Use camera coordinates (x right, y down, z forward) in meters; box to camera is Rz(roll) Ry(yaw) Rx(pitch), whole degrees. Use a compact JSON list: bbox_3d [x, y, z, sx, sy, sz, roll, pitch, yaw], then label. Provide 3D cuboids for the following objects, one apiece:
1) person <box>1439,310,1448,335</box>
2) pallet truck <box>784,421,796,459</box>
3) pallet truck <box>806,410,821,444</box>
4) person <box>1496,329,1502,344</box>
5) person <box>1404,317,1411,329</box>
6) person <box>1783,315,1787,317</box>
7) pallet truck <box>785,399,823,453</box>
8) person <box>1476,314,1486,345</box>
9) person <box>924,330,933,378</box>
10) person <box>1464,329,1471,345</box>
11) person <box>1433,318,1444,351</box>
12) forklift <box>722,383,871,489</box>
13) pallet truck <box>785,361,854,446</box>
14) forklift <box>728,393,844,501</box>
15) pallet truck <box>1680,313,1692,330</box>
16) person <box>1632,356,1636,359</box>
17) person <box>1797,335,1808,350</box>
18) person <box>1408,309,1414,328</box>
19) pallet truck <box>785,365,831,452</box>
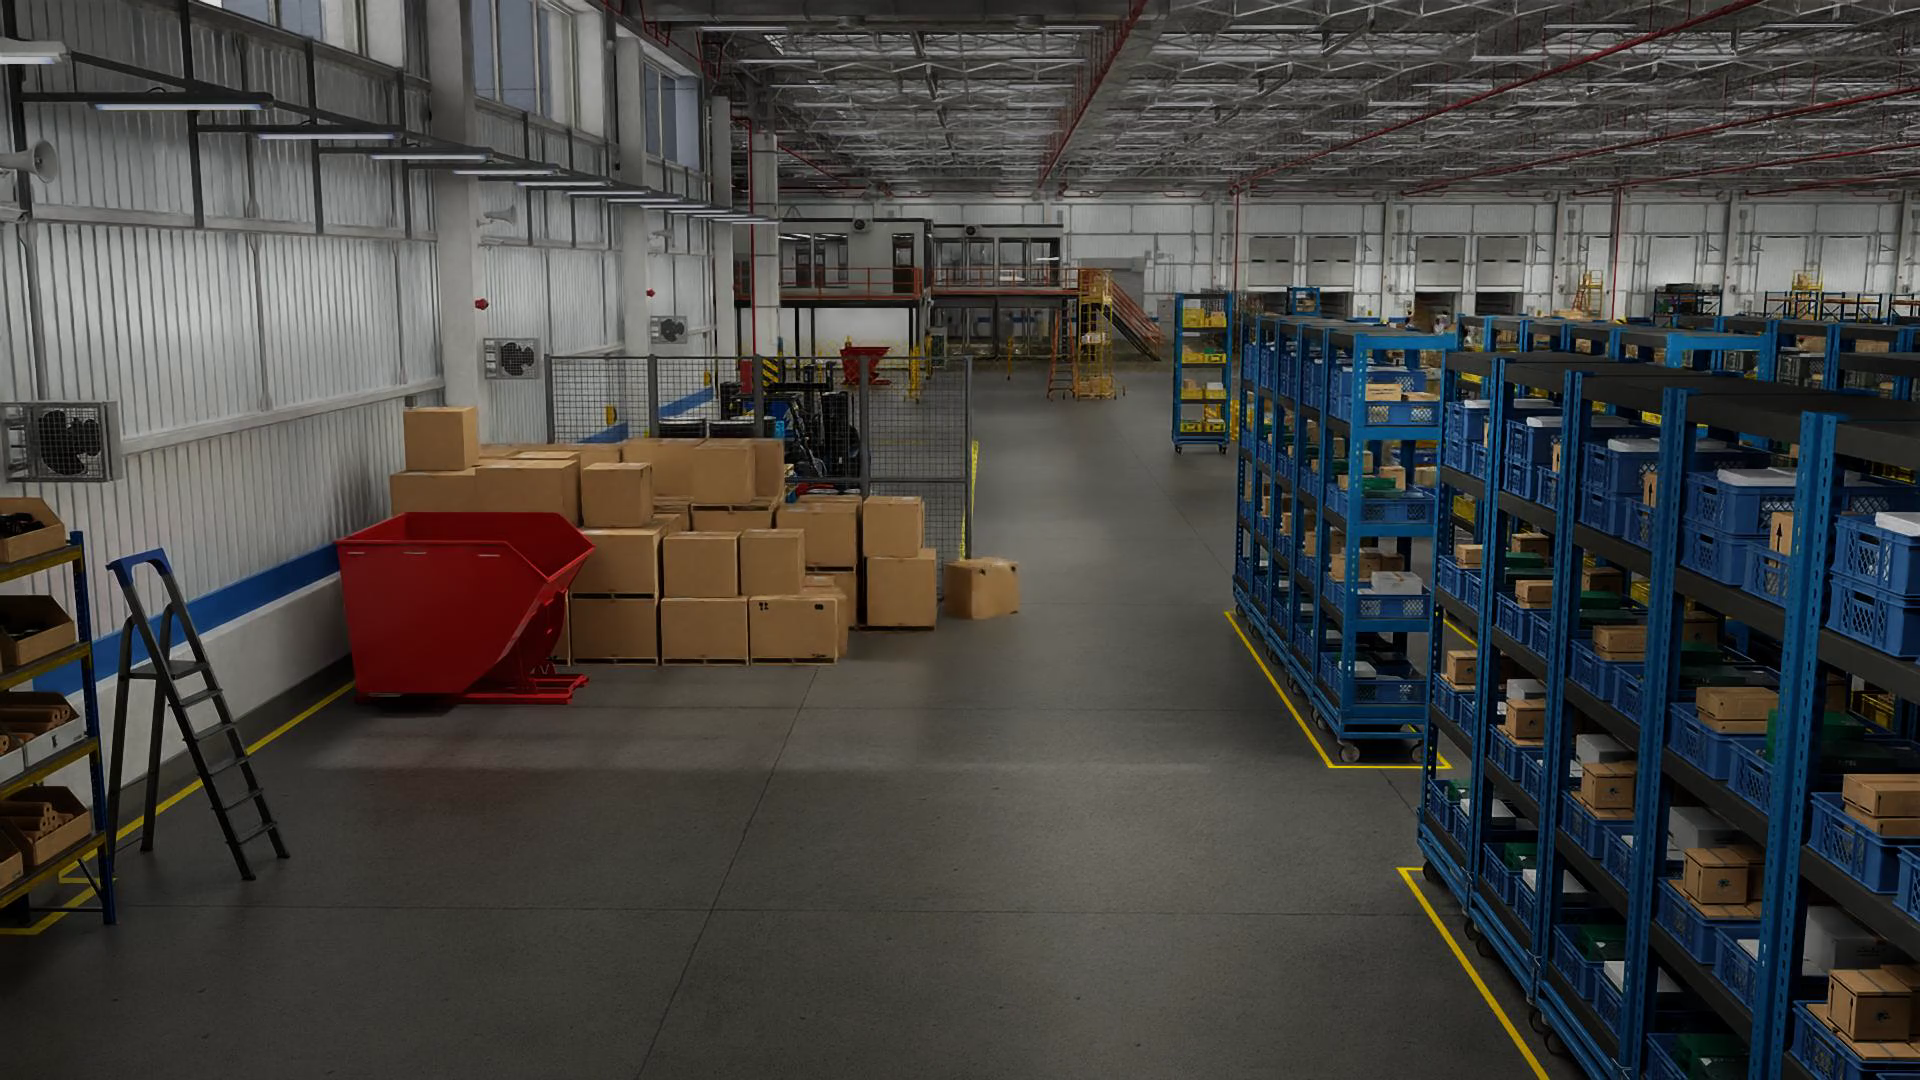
[{"bbox_3d":[27.963,-12.396,96.329,0.538,1.813,0.638,-2,9,-12],"label":"person"},{"bbox_3d":[-4.013,-1.793,32.705,1.601,1.201,0.680,0,9,1],"label":"pallet truck"},{"bbox_3d":[-3.559,-2.018,33.905,1.522,1.261,0.704,0,9,-1],"label":"pallet truck"},{"bbox_3d":[21.129,-7.453,65.871,0.998,1.817,0.575,2,9,11],"label":"person"},{"bbox_3d":[21.037,-9.523,78.325,0.462,1.903,0.594,3,10,18],"label":"person"},{"bbox_3d":[40.394,-10.059,81.509,0.368,1.940,0.633,-4,10,-25],"label":"person"},{"bbox_3d":[-3.814,-2.432,36.419,1.630,1.274,0.653,0,9,1],"label":"pallet truck"},{"bbox_3d":[27.324,-10.941,87.280,0.542,1.838,0.823,-8,12,-40],"label":"person"},{"bbox_3d":[-1.217,-7.152,63.863,0.349,1.847,0.505,4,10,22],"label":"person"},{"bbox_3d":[19.618,-7.239,64.392,1.019,1.862,0.600,3,10,17],"label":"person"},{"bbox_3d":[23.171,-9.828,80.388,0.893,1.853,0.586,-7,11,-35],"label":"person"},{"bbox_3d":[-2.893,-1.687,28.729,2.680,1.987,1.157,0,9,-1],"label":"forklift"},{"bbox_3d":[-3.410,-3.193,38.978,1.885,1.965,0.823,0,9,-1],"label":"pallet truck"},{"bbox_3d":[-2.979,-1.316,26.476,2.680,1.987,1.157,0,9,1],"label":"forklift"},{"bbox_3d":[36.315,-10.531,84.244,0.823,1.965,1.885,-6,11,-33],"label":"pallet truck"},{"bbox_3d":[17.480,-3.846,43.348,0.783,1.876,0.496,-5,11,-29],"label":"person"},{"bbox_3d":[29.919,-6.400,59.176,1.041,1.878,0.547,1,9,8],"label":"person"},{"bbox_3d":[25.606,-12.175,94.622,0.396,1.921,0.585,8,12,40],"label":"person"},{"bbox_3d":[-3.774,-2.976,37.635,1.885,1.965,0.823,1,9,5],"label":"pallet truck"}]
